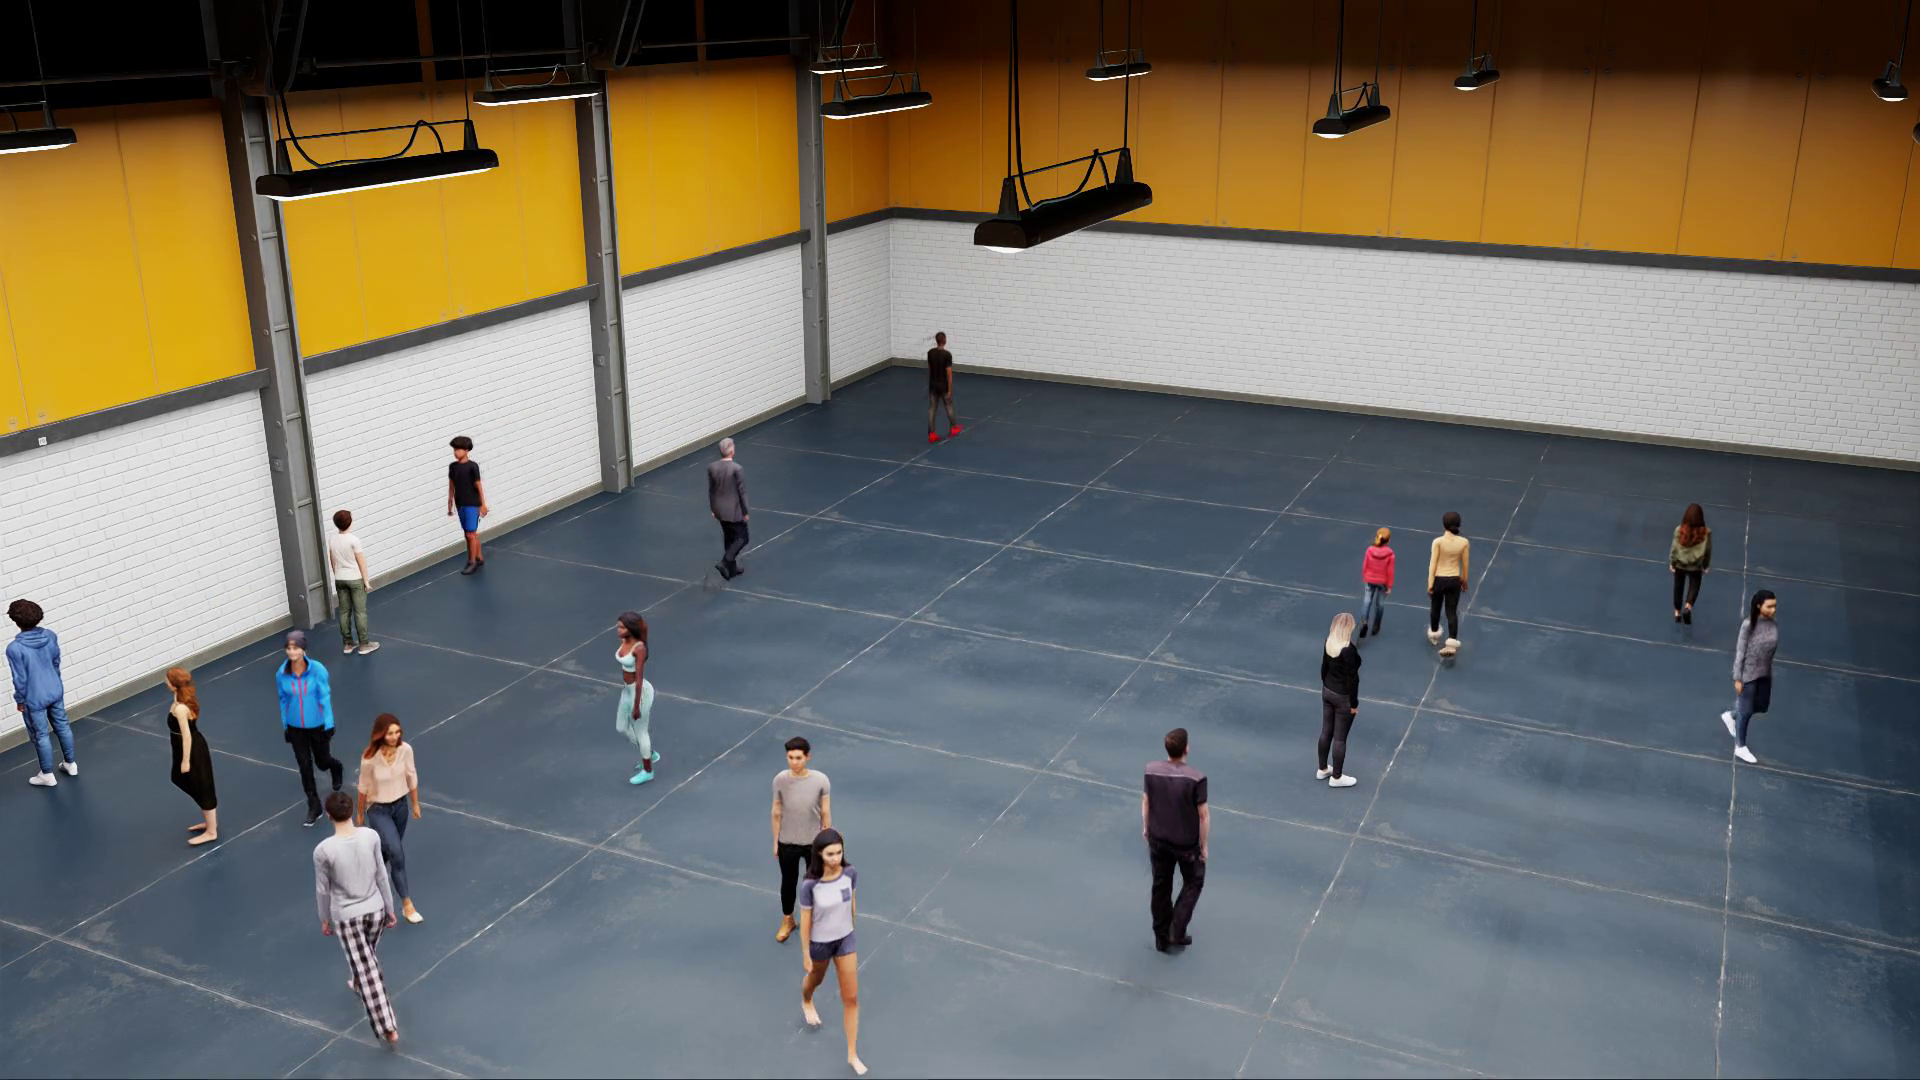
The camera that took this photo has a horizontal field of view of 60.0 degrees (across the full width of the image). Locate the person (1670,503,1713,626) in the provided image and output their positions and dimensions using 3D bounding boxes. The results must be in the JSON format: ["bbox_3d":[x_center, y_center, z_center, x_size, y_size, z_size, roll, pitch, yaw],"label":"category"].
[{"bbox_3d":[8.439,0.306,19.243,0.581,1.469,0.768,8,20,23],"label":"person"}]

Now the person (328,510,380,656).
[{"bbox_3d":[-6.789,0.458,18.505,0.621,1.652,0.588,4,19,13],"label":"person"}]

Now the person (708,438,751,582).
[{"bbox_3d":[-2.881,-0.346,20.627,0.776,1.822,0.944,11,21,28],"label":"person"}]

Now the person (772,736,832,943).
[{"bbox_3d":[-1.224,2.305,12.912,0.677,1.722,0.653,1,19,2],"label":"person"}]

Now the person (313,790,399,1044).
[{"bbox_3d":[-4.185,2.689,11.671,1.230,1.787,1.046,-14,23,-36],"label":"person"}]

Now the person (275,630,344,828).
[{"bbox_3d":[-5.771,1.634,14.817,0.841,1.779,1.038,1,19,3],"label":"person"}]

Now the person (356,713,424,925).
[{"bbox_3d":[-4.620,2.158,13.326,1.185,1.736,0.995,-16,24,-39],"label":"person"}]

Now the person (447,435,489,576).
[{"bbox_3d":[-6.175,-0.475,21.068,0.631,1.785,0.717,8,20,23],"label":"person"}]

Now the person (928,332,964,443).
[{"bbox_3d":[-0.383,-2.453,26.956,0.673,1.776,1.026,9,21,26],"label":"person"}]

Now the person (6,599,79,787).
[{"bbox_3d":[-8.551,1.400,15.461,0.723,1.811,0.499,8,20,23],"label":"person"}]

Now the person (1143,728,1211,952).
[{"bbox_3d":[1.604,2.326,12.665,0.758,1.840,0.654,11,21,29],"label":"person"}]

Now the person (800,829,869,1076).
[{"bbox_3d":[-0.948,2.774,11.571,1.155,1.689,1.115,-10,21,-27],"label":"person"}]

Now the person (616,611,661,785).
[{"bbox_3d":[-2.939,1.446,15.478,0.750,1.713,0.704,-12,22,-32],"label":"person"}]

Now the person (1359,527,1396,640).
[{"bbox_3d":[4.719,0.505,18.910,0.506,1.305,0.756,9,21,25],"label":"person"}]

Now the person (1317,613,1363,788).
[{"bbox_3d":[3.508,1.471,15.443,0.736,1.686,0.692,-8,20,-23],"label":"person"}]

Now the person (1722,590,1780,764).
[{"bbox_3d":[7.564,1.264,16.010,0.864,1.717,0.931,-6,20,-18],"label":"person"}]

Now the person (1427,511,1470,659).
[{"bbox_3d":[5.396,0.517,18.373,0.859,1.625,1.161,1,19,2],"label":"person"}]

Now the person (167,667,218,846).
[{"bbox_3d":[-6.657,1.846,14.425,0.729,1.626,0.667,-6,20,-17],"label":"person"}]
